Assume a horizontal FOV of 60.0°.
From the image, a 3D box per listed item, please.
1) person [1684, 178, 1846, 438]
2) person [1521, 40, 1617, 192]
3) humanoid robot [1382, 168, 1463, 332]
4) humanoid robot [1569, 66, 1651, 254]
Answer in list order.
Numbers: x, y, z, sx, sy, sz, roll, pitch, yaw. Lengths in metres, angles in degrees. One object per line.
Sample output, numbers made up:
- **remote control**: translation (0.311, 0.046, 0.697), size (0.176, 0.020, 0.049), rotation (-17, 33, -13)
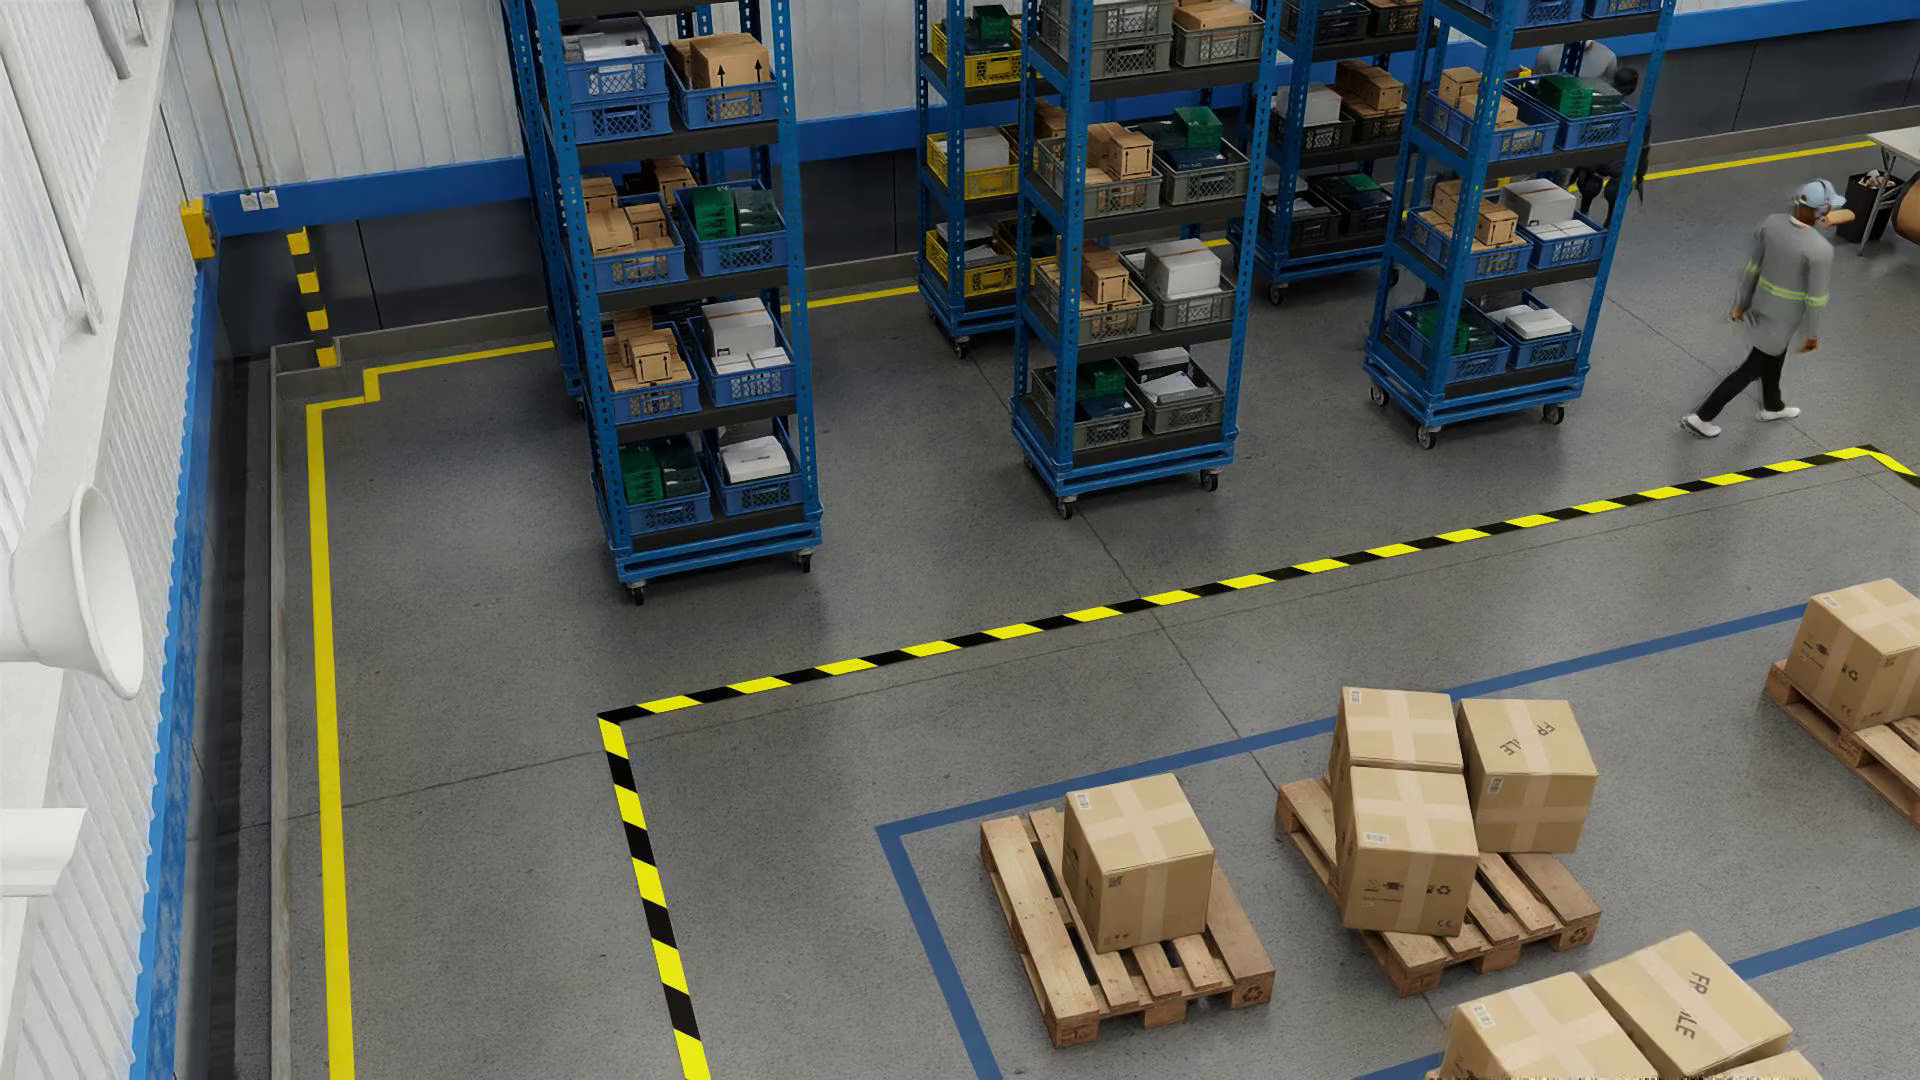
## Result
- **person**: translation (5.315, -1.494, 10.837), size (0.946, 1.810, 0.602), rotation (-8, 36, -12)
- **person**: translation (4.794, -3.277, 13.253), size (0.627, 1.940, 0.371), rotation (4, 35, 6)
- **humanoid robot**: translation (3.311, -2.044, 11.735), size (0.581, 1.630, 0.601), rotation (4, 35, 5)
- **humanoid robot**: translation (4.975, -2.812, 12.821), size (0.609, 1.637, 0.547), rotation (27, 43, 33)
